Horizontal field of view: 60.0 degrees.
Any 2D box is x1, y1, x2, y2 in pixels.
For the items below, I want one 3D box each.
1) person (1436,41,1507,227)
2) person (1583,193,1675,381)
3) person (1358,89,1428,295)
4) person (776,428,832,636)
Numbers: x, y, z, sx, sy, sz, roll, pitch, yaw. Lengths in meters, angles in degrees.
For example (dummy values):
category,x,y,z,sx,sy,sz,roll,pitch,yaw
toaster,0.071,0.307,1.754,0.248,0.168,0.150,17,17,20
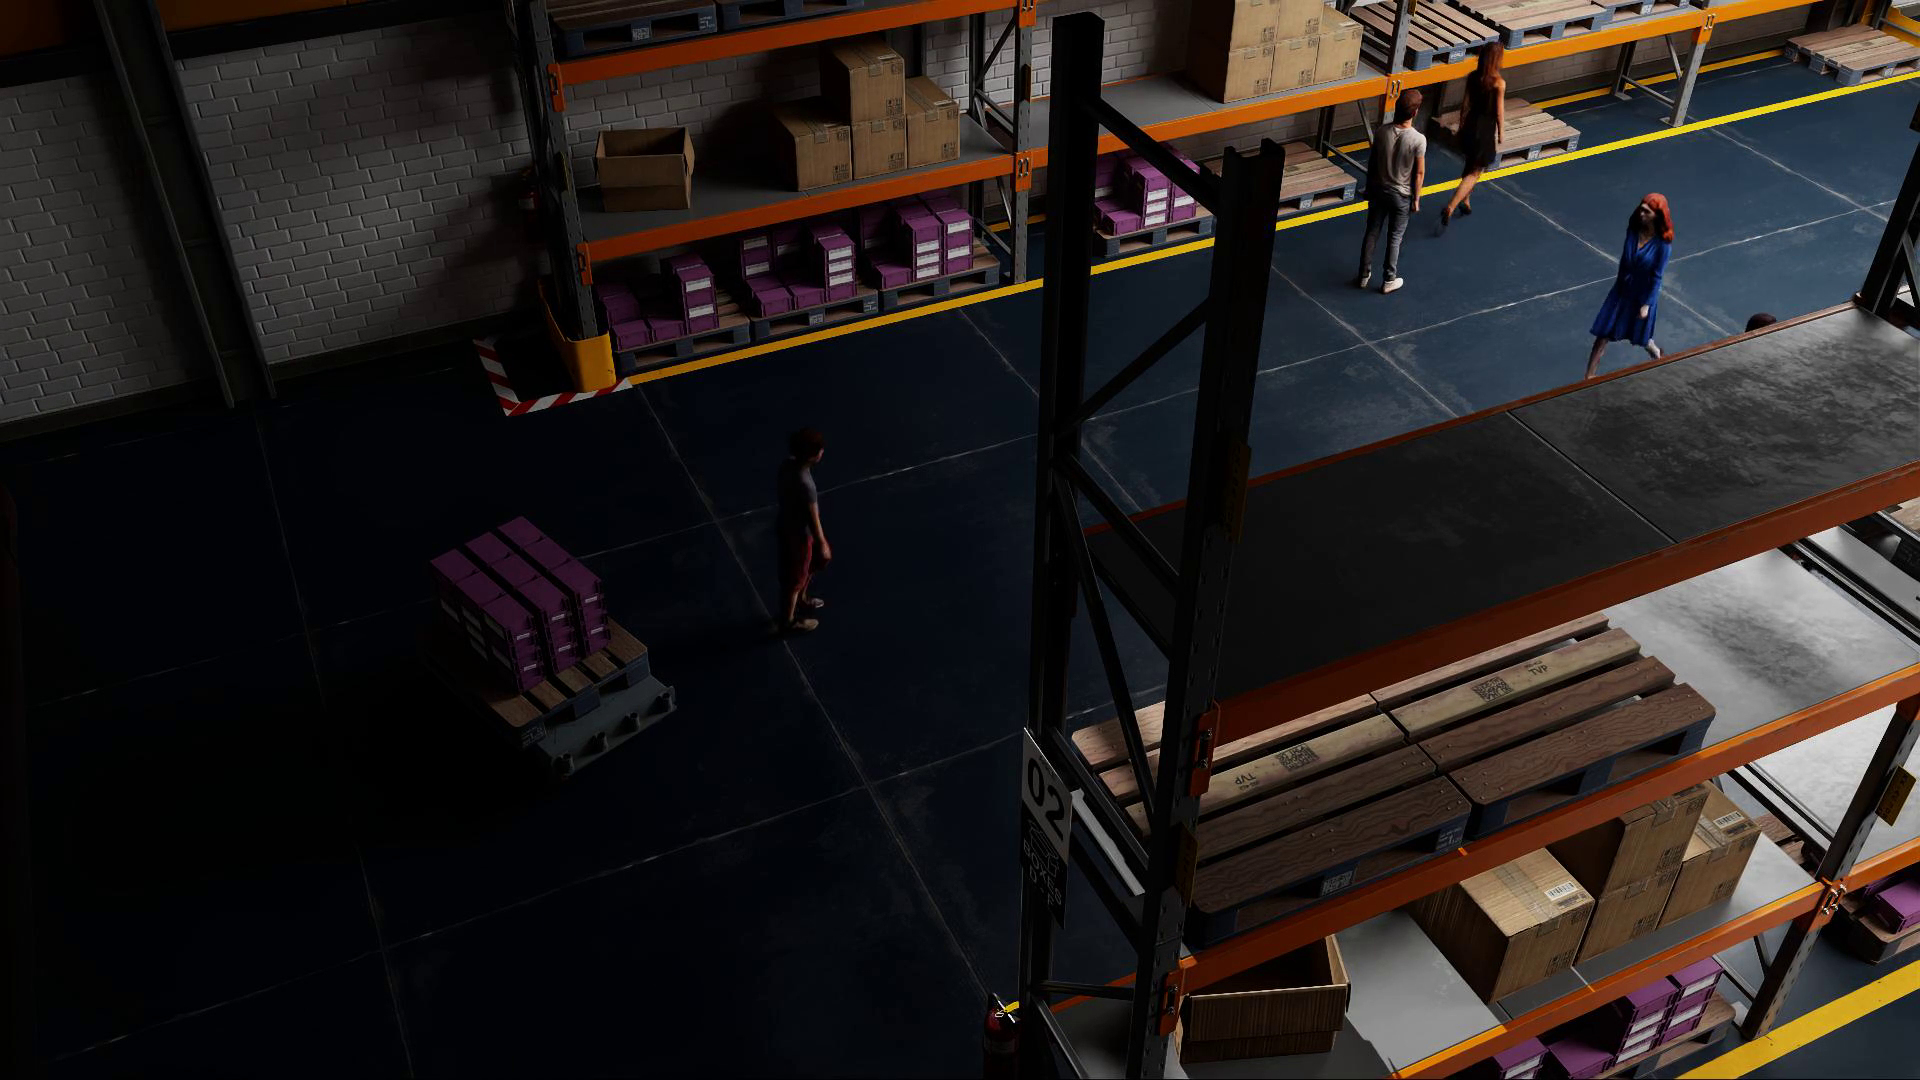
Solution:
category,x,y,z,sx,sy,sz,roll,pitch,yaw
person,4.866,-3.778,15.721,0.949,1.819,0.701,-27,46,-30
person,5.523,-1.951,13.454,1.139,1.793,0.683,-20,43,-24
person,3.842,-3.100,14.809,0.751,1.896,0.749,21,43,25
person,-1.170,-0.020,11.166,0.697,1.629,0.634,-10,40,-12
